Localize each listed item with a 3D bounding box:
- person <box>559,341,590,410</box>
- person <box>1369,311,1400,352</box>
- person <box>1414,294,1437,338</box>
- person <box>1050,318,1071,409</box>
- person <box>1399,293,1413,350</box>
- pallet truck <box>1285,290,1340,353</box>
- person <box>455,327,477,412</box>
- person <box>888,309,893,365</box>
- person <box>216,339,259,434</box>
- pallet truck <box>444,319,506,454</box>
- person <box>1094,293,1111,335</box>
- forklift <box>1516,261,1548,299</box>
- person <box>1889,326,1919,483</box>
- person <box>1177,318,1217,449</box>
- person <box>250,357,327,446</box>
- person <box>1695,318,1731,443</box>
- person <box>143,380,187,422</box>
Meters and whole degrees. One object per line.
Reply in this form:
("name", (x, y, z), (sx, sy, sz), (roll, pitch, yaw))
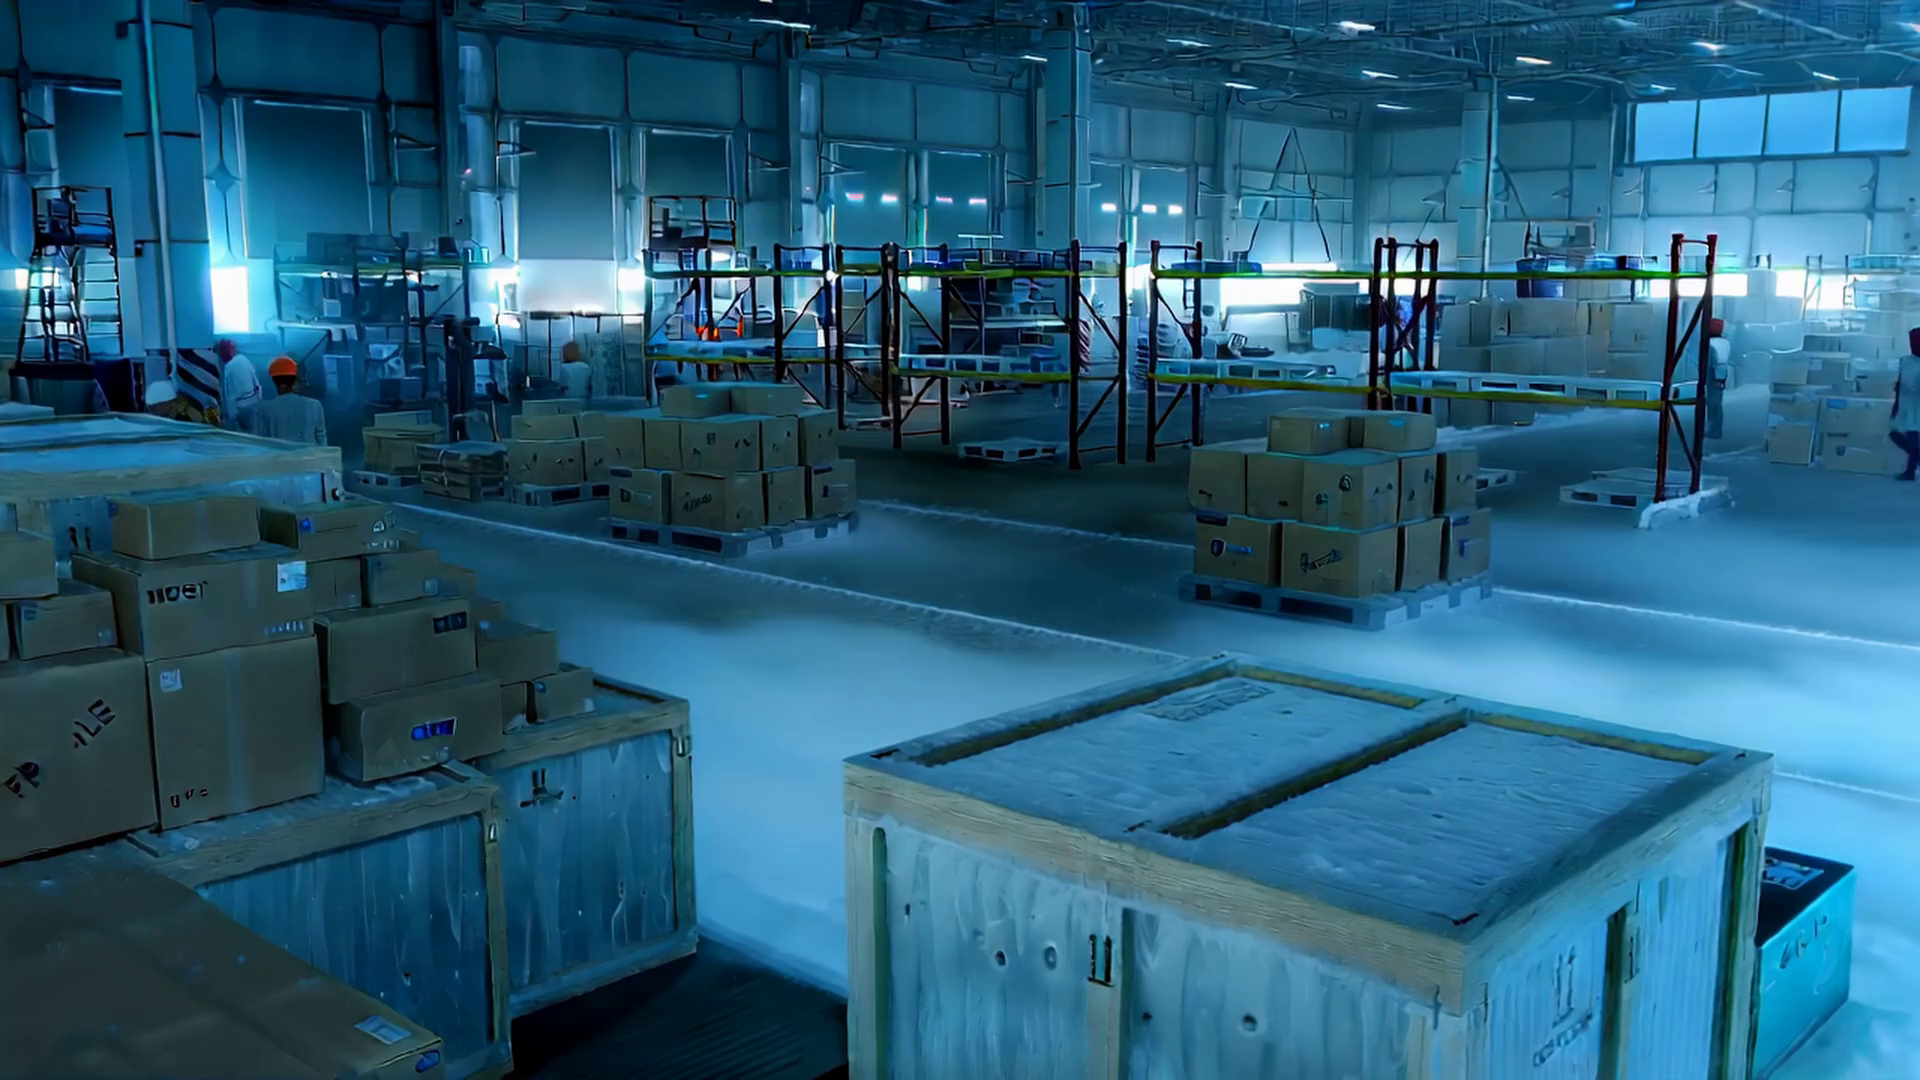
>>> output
("person", (-5.202, -1.854, 22.584), (0.427, 1.691, 0.542), (6, 11, 33))
("person", (8.030, -3.382, 31.370), (0.592, 1.879, 0.992), (-2, 9, -10))
("person", (13.275, -6.041, 47.466), (0.635, 1.937, 0.352), (5, 10, 27))
("person", (1.940, -3.332, 31.473), (0.485, 1.737, 0.320), (2, 9, 10))
("person", (14.560, -7.073, 54.000), (0.595, 1.866, 0.643), (0, 9, 1))
("pallet truck", (11.297, -6.951, 52.861), (1.885, 1.965, 0.823), (-5, 11, -29))
("person", (-7.994, -2.608, 26.719), (0.346, 1.841, 0.506), (4, 10, 22))
("person", (-1.723, -5.260, 43.619), (0.315, 1.634, 0.516), (3, 10, 19))
("person", (-9.189, -1.667, 21.157), (0.942, 1.774, 0.688), (-3, 10, -20))
("pallet truck", (-6.981, -1.942, 22.150), (1.885, 1.965, 0.823), (1, 9, 9))
("person", (4.383, -6.642, 51.191), (0.543, 1.929, 0.387), (-1, 9, -8))
("forklift", (12.922, -4.937, 37.814), (1.873, 2.768, 1.129), (9, 13, 43))
("person", (11.891, -1.676, 20.656), (0.511, 1.950, 0.625), (-2, 10, -14))
("person", (3.513, -2.323, 24.675), (0.628, 1.936, 0.374), (-3, 10, -17))
("person", (-5.653, -0.580, 14.056), (0.596, 1.915, 0.406), (-4, 10, -21))
("person", (11.563, -2.440, 25.462), (0.587, 1.914, 0.392), (-9, 13, -43))
("person", (-6.647, -0.459, 13.846), (0.541, 1.727, 0.771), (4, 10, 25))
